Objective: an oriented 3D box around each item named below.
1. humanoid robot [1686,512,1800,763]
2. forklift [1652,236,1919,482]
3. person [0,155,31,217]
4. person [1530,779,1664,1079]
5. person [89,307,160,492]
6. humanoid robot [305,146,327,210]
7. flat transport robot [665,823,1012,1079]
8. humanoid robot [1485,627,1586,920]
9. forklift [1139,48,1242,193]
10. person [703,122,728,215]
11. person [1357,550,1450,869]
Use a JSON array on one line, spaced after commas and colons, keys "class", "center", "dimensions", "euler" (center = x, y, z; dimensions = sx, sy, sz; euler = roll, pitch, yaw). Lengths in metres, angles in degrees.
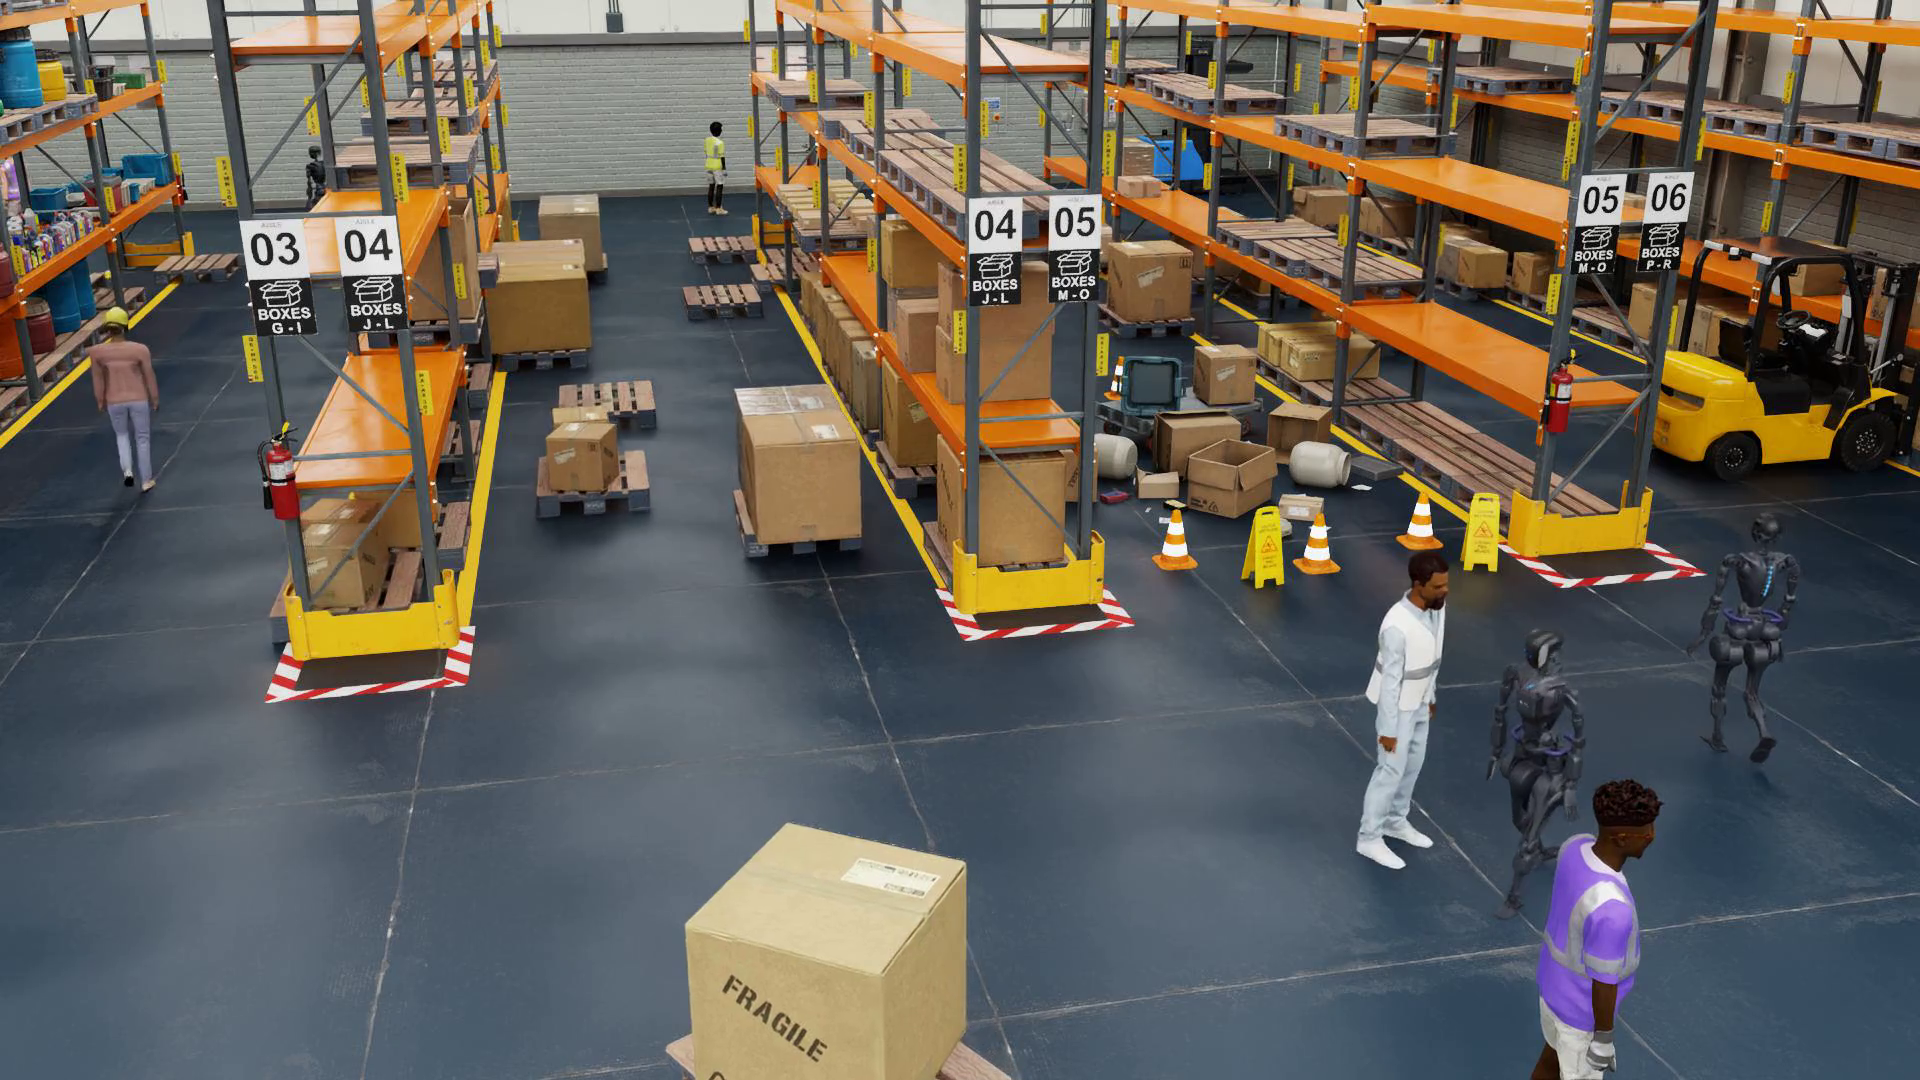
[{"class": "humanoid robot", "center": [4.986, 0.628, 10.515], "dimensions": [0.599, 1.642, 0.561], "euler": [-1, 20, -2]}, {"class": "forklift", "center": [8.013, -1.814, 16.330], "dimensions": [2.313, 2.155, 1.214], "euler": [-4, 21, -12]}, {"class": "person", "center": [-15.370, -5.563, 27.147], "dimensions": [0.351, 1.688, 0.489], "euler": [11, 23, 27]}, {"class": "person", "center": [2.556, 1.853, 6.799], "dimensions": [0.370, 1.958, 0.596], "euler": [1, 20, 3]}, {"class": "person", "center": [-7.795, -1.312, 15.600], "dimensions": [0.542, 1.751, 0.382], "euler": [-6, 21, -15]}, {"class": "humanoid robot", "center": [-10.602, -5.678, 27.489], "dimensions": [0.640, 1.641, 0.585], "euler": [7, 22, 19]}, {"class": "flat transport robot", "center": [-0.521, 2.556, 7.320], "dimensions": [1.431, 0.231, 0.659], "euler": [-17, 26, -39]}, {"class": "humanoid robot", "center": [3.143, 1.211, 9.001], "dimensions": [0.744, 1.639, 0.609], "euler": [-13, 24, -31]}, {"class": "forklift", "center": [4.566, -8.313, 32.860], "dimensions": [1.873, 2.768, 1.129], "euler": [-4, 21, -12]}, {"class": "person", "center": [-4.475, -6.817, 30.520], "dimensions": [0.540, 1.684, 0.326], "euler": [18, 27, 40]}, {"class": "person", "center": [2.501, 0.929, 9.362], "dimensions": [0.401, 1.905, 0.599], "euler": [16, 25, 36]}]
